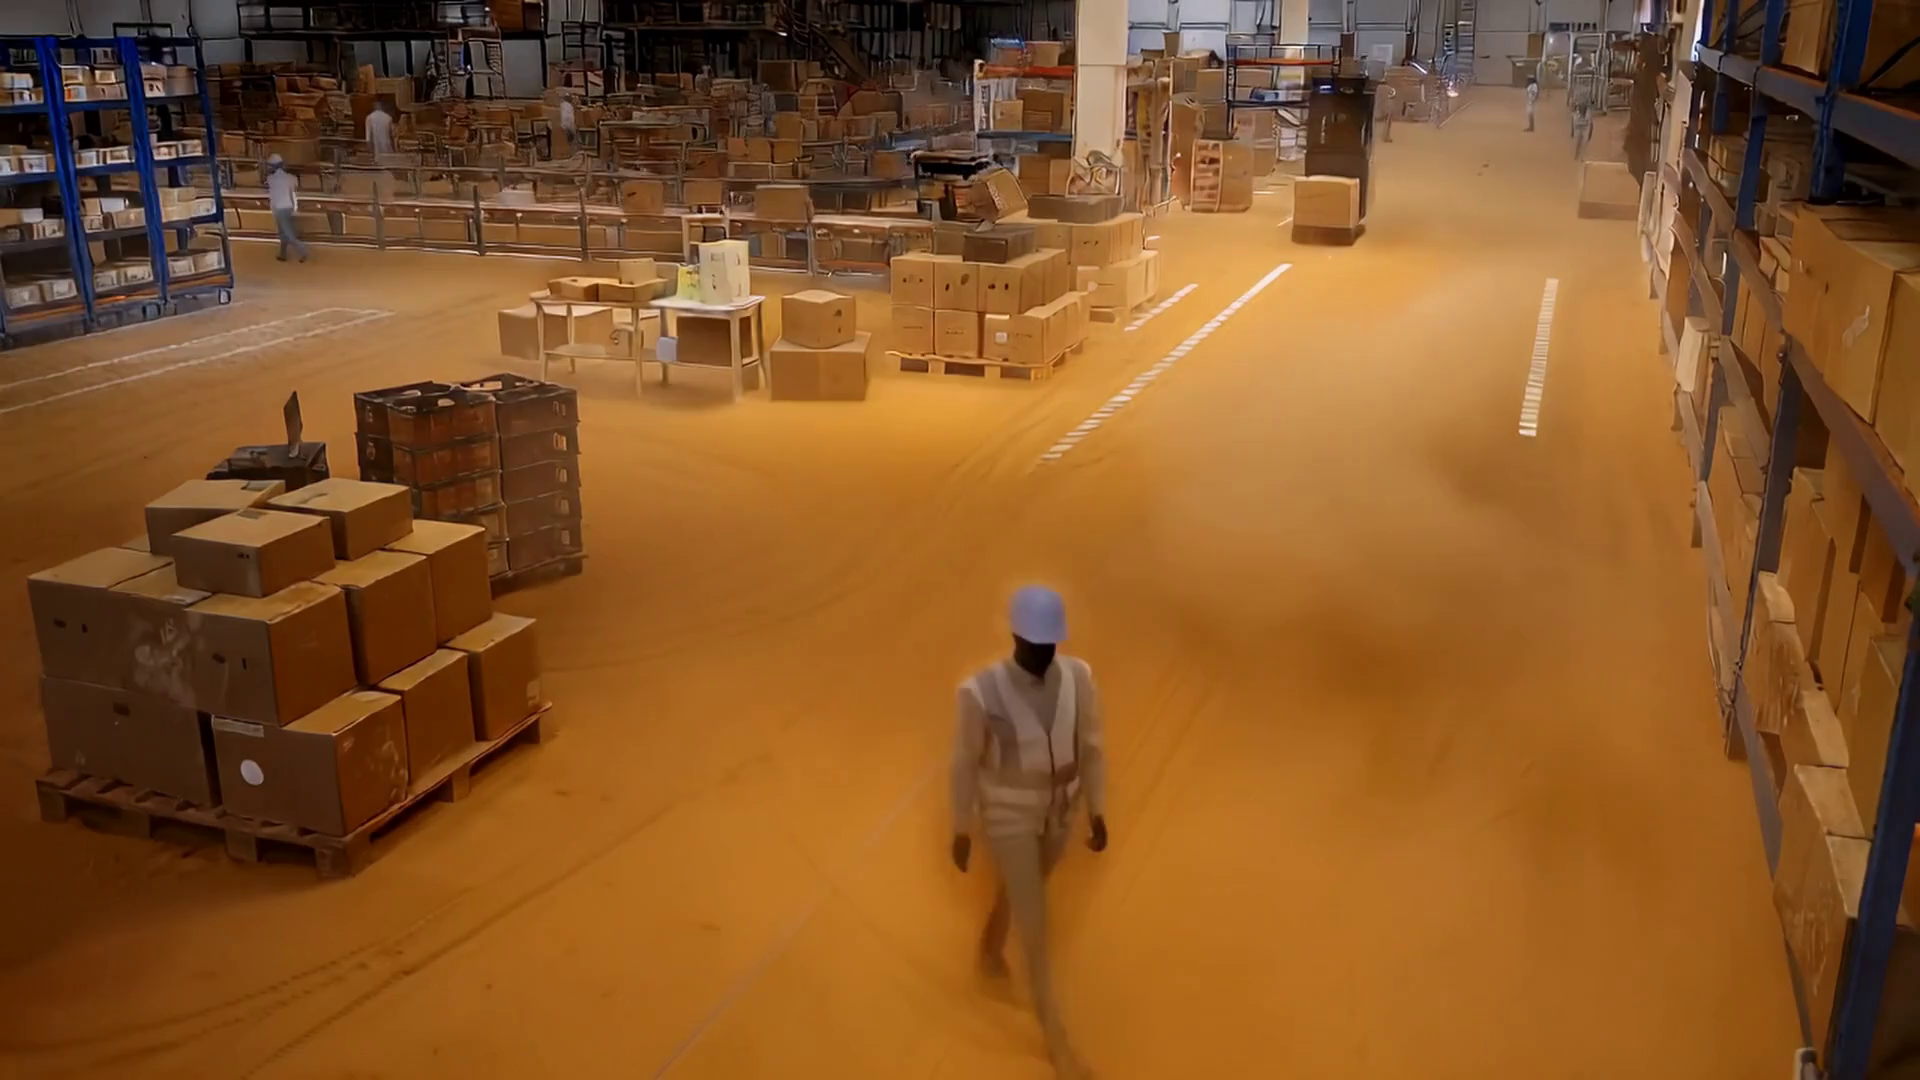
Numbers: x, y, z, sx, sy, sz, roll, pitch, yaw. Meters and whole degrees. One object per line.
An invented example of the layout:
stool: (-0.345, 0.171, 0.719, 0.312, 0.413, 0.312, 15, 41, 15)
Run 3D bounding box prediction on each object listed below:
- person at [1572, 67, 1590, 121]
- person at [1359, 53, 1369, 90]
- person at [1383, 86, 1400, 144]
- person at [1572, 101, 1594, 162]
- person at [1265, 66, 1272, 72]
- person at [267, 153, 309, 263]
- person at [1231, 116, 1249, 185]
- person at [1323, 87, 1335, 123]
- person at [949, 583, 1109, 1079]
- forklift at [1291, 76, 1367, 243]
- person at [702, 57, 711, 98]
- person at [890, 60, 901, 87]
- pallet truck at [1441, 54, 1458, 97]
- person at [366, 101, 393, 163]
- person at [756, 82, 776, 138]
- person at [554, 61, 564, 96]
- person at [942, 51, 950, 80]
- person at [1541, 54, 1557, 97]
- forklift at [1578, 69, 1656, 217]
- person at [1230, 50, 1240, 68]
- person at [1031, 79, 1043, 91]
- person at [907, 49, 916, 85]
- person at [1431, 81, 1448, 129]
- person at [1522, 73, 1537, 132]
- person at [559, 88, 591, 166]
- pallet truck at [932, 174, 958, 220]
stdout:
person: (22.865, -16.427, 61.281, 0.606, 1.956, 0.377, 3, 18, 11)
person: (20.440, -23.564, 83.770, 0.751, 1.900, 0.622, 16, 24, 41)
person: (13.166, -13.007, 50.872, 0.531, 1.744, 0.726, -5, 18, -15)
person: (16.699, -10.946, 44.609, 0.543, 1.610, 0.723, 6, 19, 19)
person: (11.852, -17.502, 64.727, 0.844, 1.919, 0.545, -16, 24, -42)
person: (-10.859, -5.338, 26.782, 0.801, 1.736, 0.530, 7, 19, 22)
person: (6.450, -8.936, 38.285, 0.366, 1.613, 0.525, 13, 22, 35)
person: (11.865, -13.916, 53.490, 0.536, 1.899, 0.963, -13, 22, -36)
person: (0.279, 1.053, 6.452, 0.623, 1.900, 0.984, -10, 20, -29)
forklift: (6.598, -6.755, 29.381, 1.129, 2.768, 1.873, 6, 19, 19)
person: (-11.416, -20.694, 74.738, 0.392, 1.920, 0.588, 6, 18, 17)
person: (-3.042, -21.846, 78.771, 0.474, 1.705, 0.858, 4, 18, 11)
pallet truck: (22.765, -21.886, 78.355, 0.823, 1.965, 1.885, -4, 18, -14)
person: (-13.803, -9.483, 39.602, 0.643, 1.859, 0.909, -8, 19, -23)
person: (-6.085, -13.456, 52.226, 0.609, 1.785, 0.963, -5, 18, -16)
person: (-17.429, -20.005, 72.734, 0.687, 1.825, 0.525, 6, 19, 17)
person: (-0.654, -23.917, 84.772, 0.631, 1.977, 0.739, 7, 19, 21)
person: (27.799, -21.961, 78.520, 0.692, 2.000, 1.008, 6, 19, 19)
forklift: (13.219, -7.740, 32.475, 1.873, 2.768, 1.129, 6, 19, 18)
person: (14.994, -25.768, 90.632, 0.605, 1.951, 0.382, -7, 19, -21)
person: (3.029, -17.860, 66.005, 0.972, 1.825, 0.539, 12, 21, 32)
person: (-2.673, -25.888, 91.099, 0.544, 1.899, 0.645, 2, 18, 6)
person: (16.463, -14.945, 57.156, 0.550, 1.620, 0.407, -8, 19, -25)
person: (19.213, -14.748, 56.051, 0.385, 1.930, 0.541, 14, 22, 36)
person: (-10.181, -10.803, 43.546, 0.955, 1.994, 0.632, 2, 18, 7)
pallet truck: (-0.507, -5.292, 27.348, 0.653, 1.274, 1.630, 6, 19, 19)
